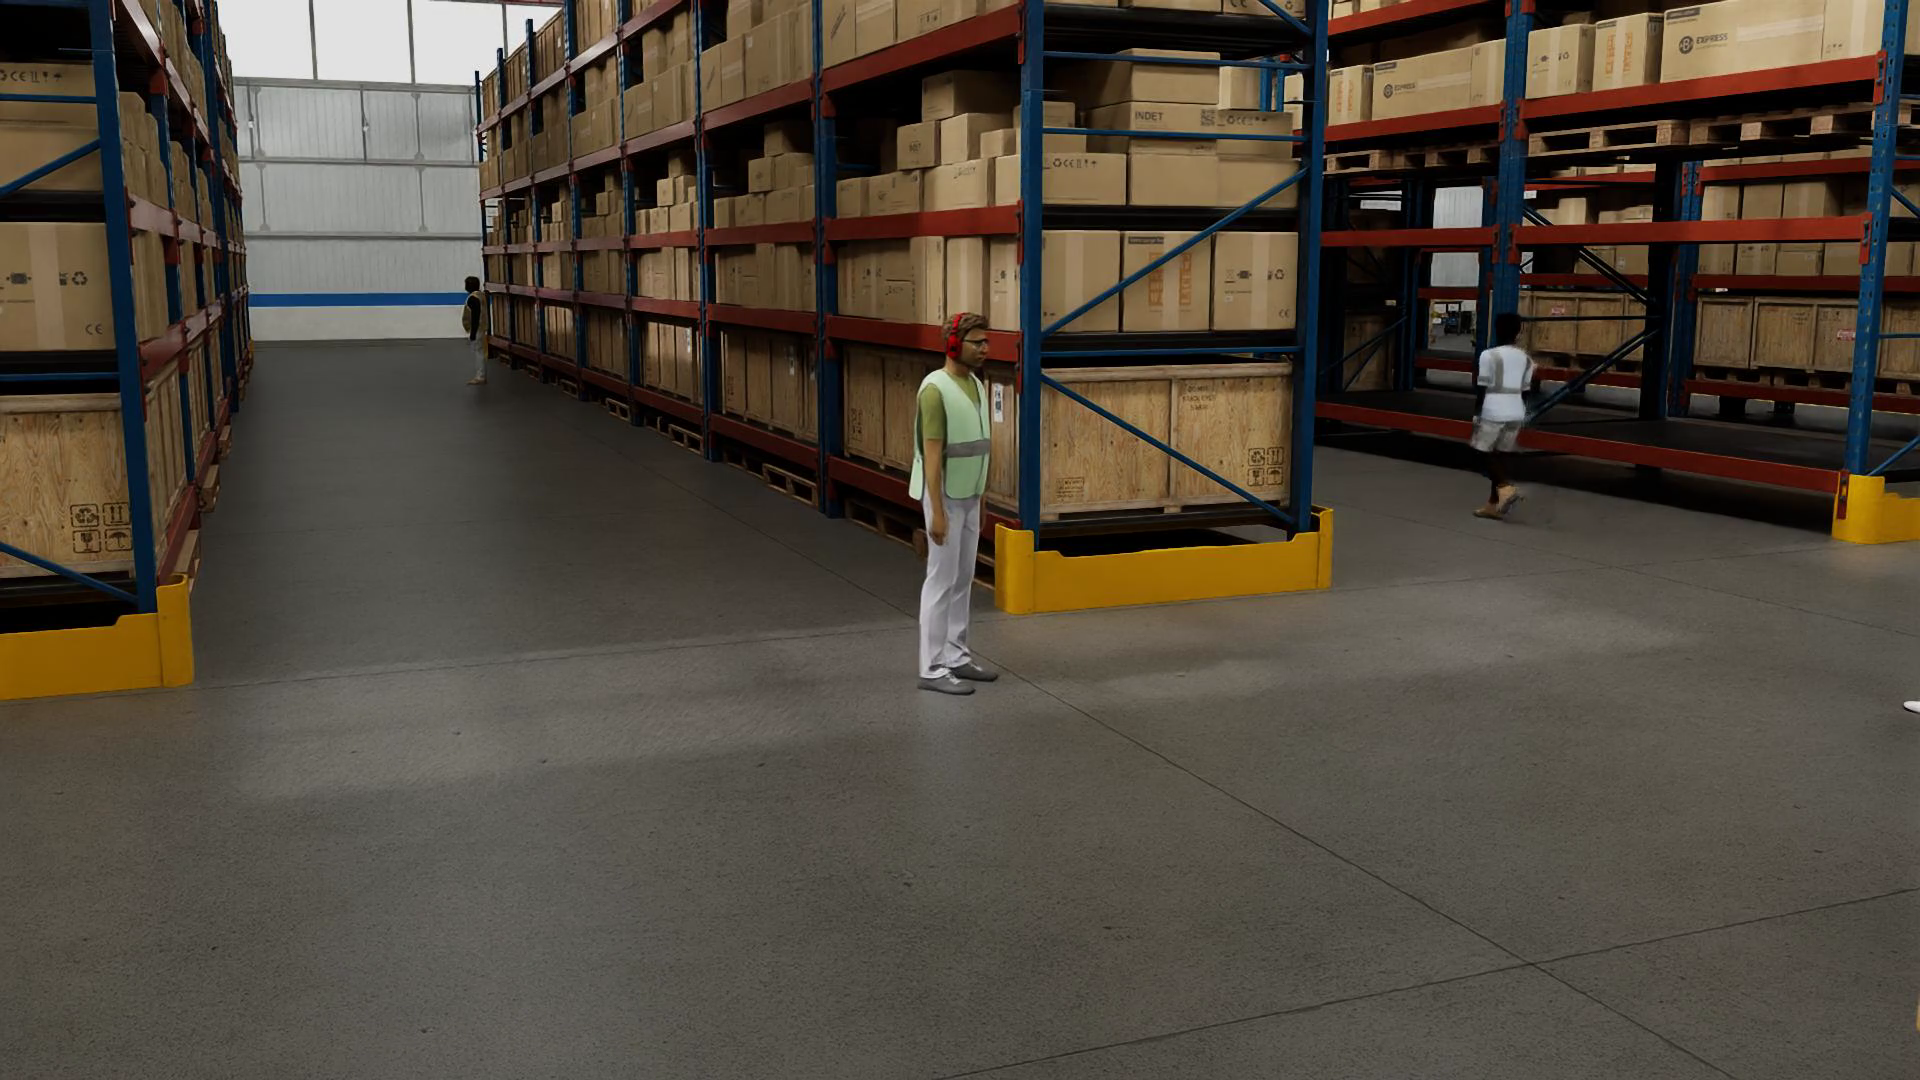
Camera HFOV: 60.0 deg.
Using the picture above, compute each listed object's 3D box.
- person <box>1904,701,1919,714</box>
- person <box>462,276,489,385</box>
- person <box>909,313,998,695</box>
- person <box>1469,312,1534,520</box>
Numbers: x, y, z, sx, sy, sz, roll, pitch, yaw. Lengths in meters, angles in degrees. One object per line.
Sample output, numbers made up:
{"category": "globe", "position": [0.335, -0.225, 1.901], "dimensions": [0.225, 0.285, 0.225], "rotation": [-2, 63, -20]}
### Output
{"category": "person", "position": [4.631, -0.129, 7.584], "dimensions": [0.642, 1.900, 0.400], "rotation": [-9, 13, -43]}
{"category": "person", "position": [-8.229, -3.554, 28.254], "dimensions": [0.430, 1.844, 0.624], "rotation": [-1, 10, -5]}
{"category": "person", "position": [-0.040, -0.178, 8.064], "dimensions": [0.392, 1.836, 0.559], "rotation": [4, 10, 24]}
{"category": "person", "position": [4.365, -0.981, 13.318], "dimensions": [0.550, 1.675, 0.440], "rotation": [-5, 11, -26]}
